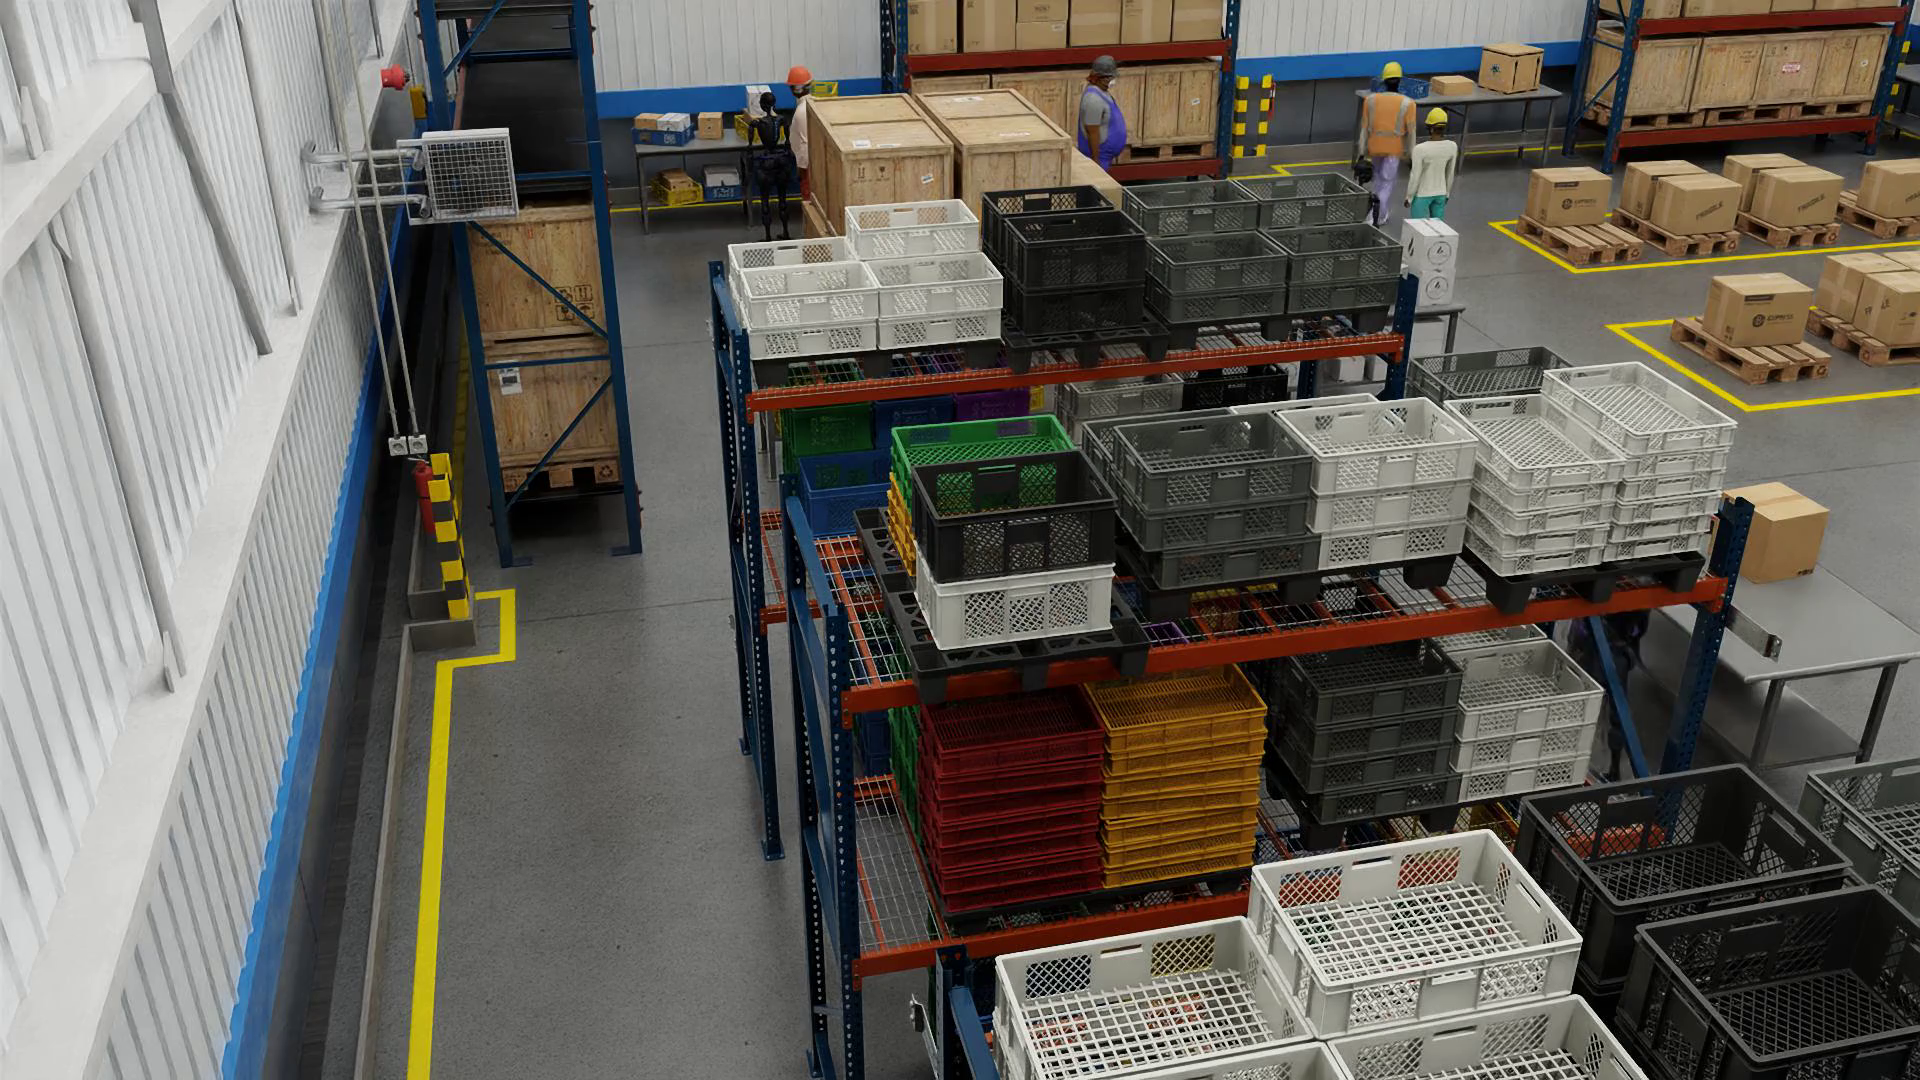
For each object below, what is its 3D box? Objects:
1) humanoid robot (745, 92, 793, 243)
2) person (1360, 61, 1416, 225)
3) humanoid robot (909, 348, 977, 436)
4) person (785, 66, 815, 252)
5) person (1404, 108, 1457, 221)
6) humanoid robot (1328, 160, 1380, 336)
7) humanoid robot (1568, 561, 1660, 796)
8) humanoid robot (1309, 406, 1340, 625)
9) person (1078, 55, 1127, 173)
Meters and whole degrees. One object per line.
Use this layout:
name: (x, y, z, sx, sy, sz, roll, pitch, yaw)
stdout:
humanoid robot: (-2.087, -4.082, 18.280, 0.582, 1.655, 0.327, -20, 34, -34)
person: (4.774, -4.386, 18.632, 0.608, 1.891, 0.876, 16, 32, 27)
humanoid robot: (-0.101, -0.954, 12.331, 0.609, 1.657, 0.315, -22, 35, -36)
person: (-1.670, -4.124, 18.024, 0.394, 1.990, 0.619, 3, 28, 6)
person: (4.844, -3.580, 17.232, 0.530, 1.767, 0.326, -9, 29, -17)
humanoid robot: (3.721, -2.795, 15.845, 0.365, 1.648, 0.601, -14, 31, -25)
humanoid robot: (3.634, 0.621, 9.420, 0.634, 1.636, 0.753, -13, 30, -23)
humanoid robot: (2.296, -0.106, 10.752, 0.690, 1.635, 0.629, -4, 28, -7)
person: (1.566, -4.333, 18.370, 0.536, 2.000, 0.675, 3, 28, 6)
